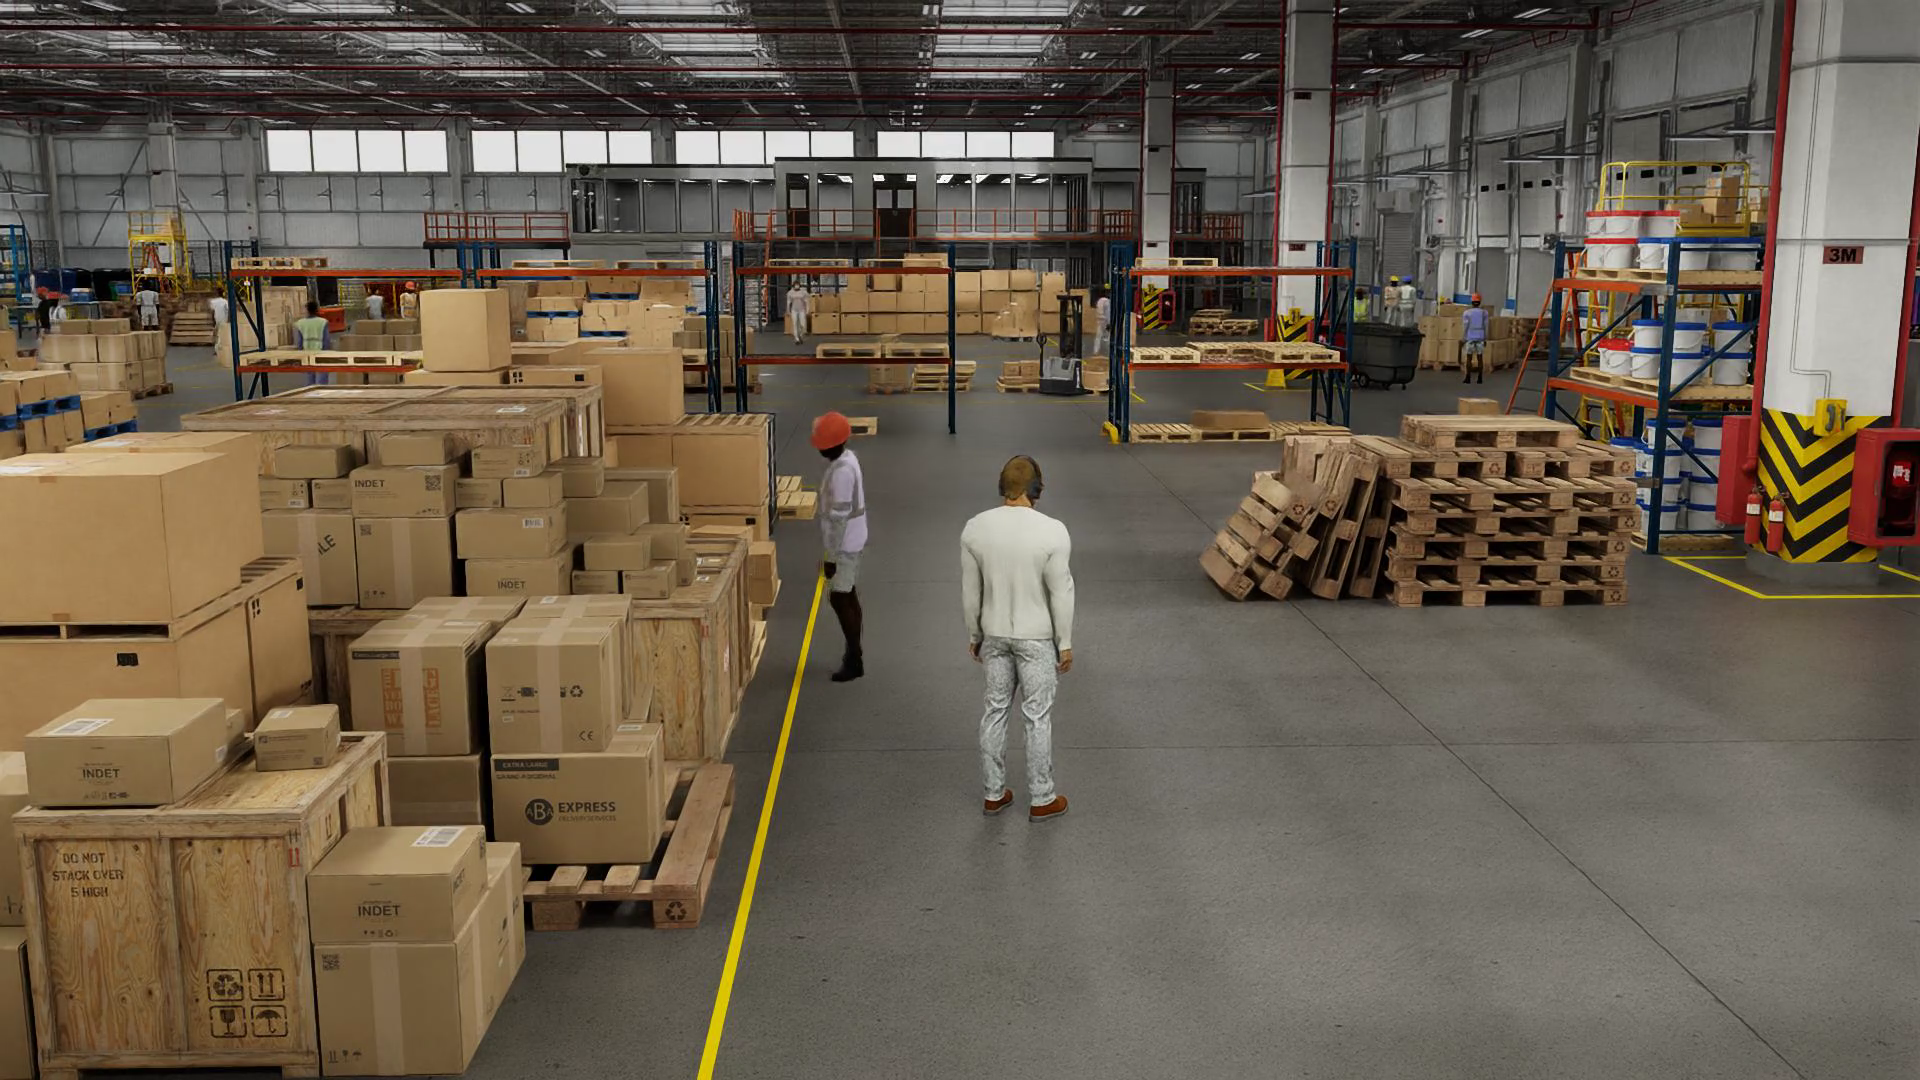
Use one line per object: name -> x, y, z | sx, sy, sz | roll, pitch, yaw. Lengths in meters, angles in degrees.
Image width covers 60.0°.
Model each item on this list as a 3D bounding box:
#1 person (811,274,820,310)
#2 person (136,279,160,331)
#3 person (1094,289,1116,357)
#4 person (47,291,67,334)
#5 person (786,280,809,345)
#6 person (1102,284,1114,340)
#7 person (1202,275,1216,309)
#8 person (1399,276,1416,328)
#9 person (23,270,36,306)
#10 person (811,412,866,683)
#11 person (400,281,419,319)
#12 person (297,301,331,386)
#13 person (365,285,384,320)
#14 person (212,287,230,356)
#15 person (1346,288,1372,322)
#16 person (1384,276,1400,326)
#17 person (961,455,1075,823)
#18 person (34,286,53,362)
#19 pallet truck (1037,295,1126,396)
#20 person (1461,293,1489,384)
person -> -5.272, -8.795, 60.755 | 0.349, 1.881, 0.584 | 1, 10, 7
person -> -23.317, -6.509, 47.791 | 0.607, 1.966, 0.367 | -8, 13, -36
person -> 3.907, -5.678, 43.622 | 0.927, 1.794, 0.654 | -5, 11, -27
person -> -20.888, -4.830, 38.633 | 0.553, 1.903, 0.941 | 5, 11, 27
person -> -4.757, -6.653, 48.713 | 0.661, 1.917, 0.702 | -1, 10, -5
person -> 4.538, -7.020, 51.257 | 0.487, 1.744, 0.294 | -8, 13, -37
person -> 10.693, -10.775, 71.507 | 0.612, 1.986, 0.407 | 3, 11, 18
person -> 14.475, -7.551, 53.714 | 0.608, 1.913, 0.836 | 7, 12, 34
person -> -40.525, -10.877, 72.456 | 0.662, 1.849, 1.042 | 6, 12, 31
person -> -0.830, 0.024, 11.637 | 0.350, 1.896, 0.713 | 0, 10, -1
person -> -15.381, -6.275, 46.572 | 0.364, 1.936, 0.542 | 9, 13, 40
person -> -12.310, -3.612, 31.848 | 0.629, 1.889, 0.816 | -1, 10, -4
person -> -16.328, -6.201, 46.493 | 0.498, 1.829, 0.899 | -5, 11, -24
person -> -19.635, -5.803, 44.262 | 0.536, 1.830, 0.960 | 3, 11, 15
person -> 10.367, -5.628, 43.230 | 0.634, 1.841, 0.429 | 2, 10, 9
person -> 14.165, -7.685, 54.445 | 0.594, 1.926, 0.370 | -4, 11, -23
person -> 0.309, 0.519, 8.729 | 0.627, 1.934, 0.372 | 5, 11, 26
person -> -22.089, -5.124, 40.111 | 0.625, 1.945, 1.006 | 6, 12, 30
pallet truck -> 2.483, -3.881, 33.060 | 1.885, 1.965, 0.823 | -7, 13, -36
person -> 11.032, -4.318, 35.659 | 0.543, 1.939, 0.361 | 1, 10, 6
